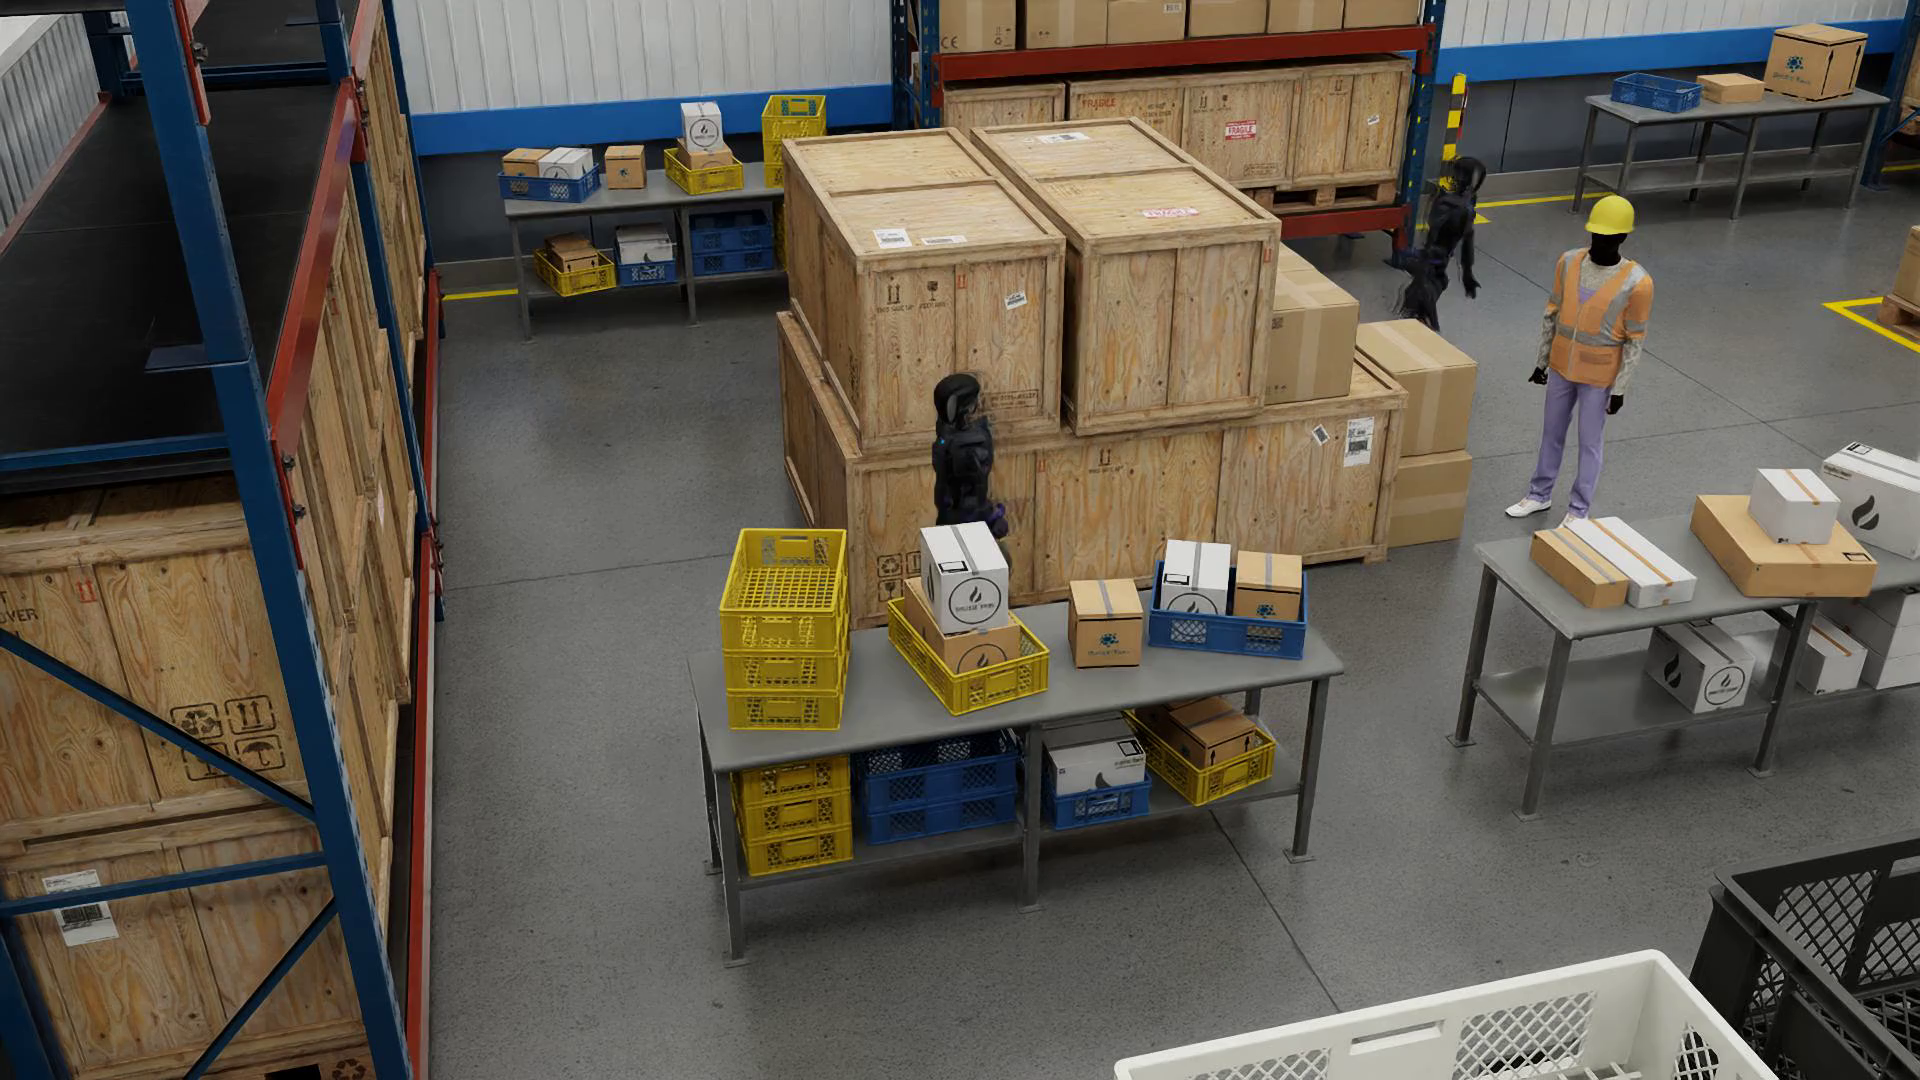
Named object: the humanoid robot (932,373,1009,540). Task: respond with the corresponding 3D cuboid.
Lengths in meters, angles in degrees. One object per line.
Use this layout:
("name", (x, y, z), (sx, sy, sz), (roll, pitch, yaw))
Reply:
("humanoid robot", (0.013, -0.011, 7.681), (0.410, 1.648, 0.634), (-13, 32, -23))

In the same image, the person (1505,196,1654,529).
("person", (3.409, -0.943, 9.107), (0.355, 1.930, 0.589), (-20, 35, -32))

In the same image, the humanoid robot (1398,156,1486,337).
("humanoid robot", (3.045, -1.702, 10.797), (0.757, 1.628, 0.555), (18, 34, 29))

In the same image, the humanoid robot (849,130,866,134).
("humanoid robot", (-0.656, -1.930, 11.159), (0.337, 1.651, 0.569), (22, 36, 35))
